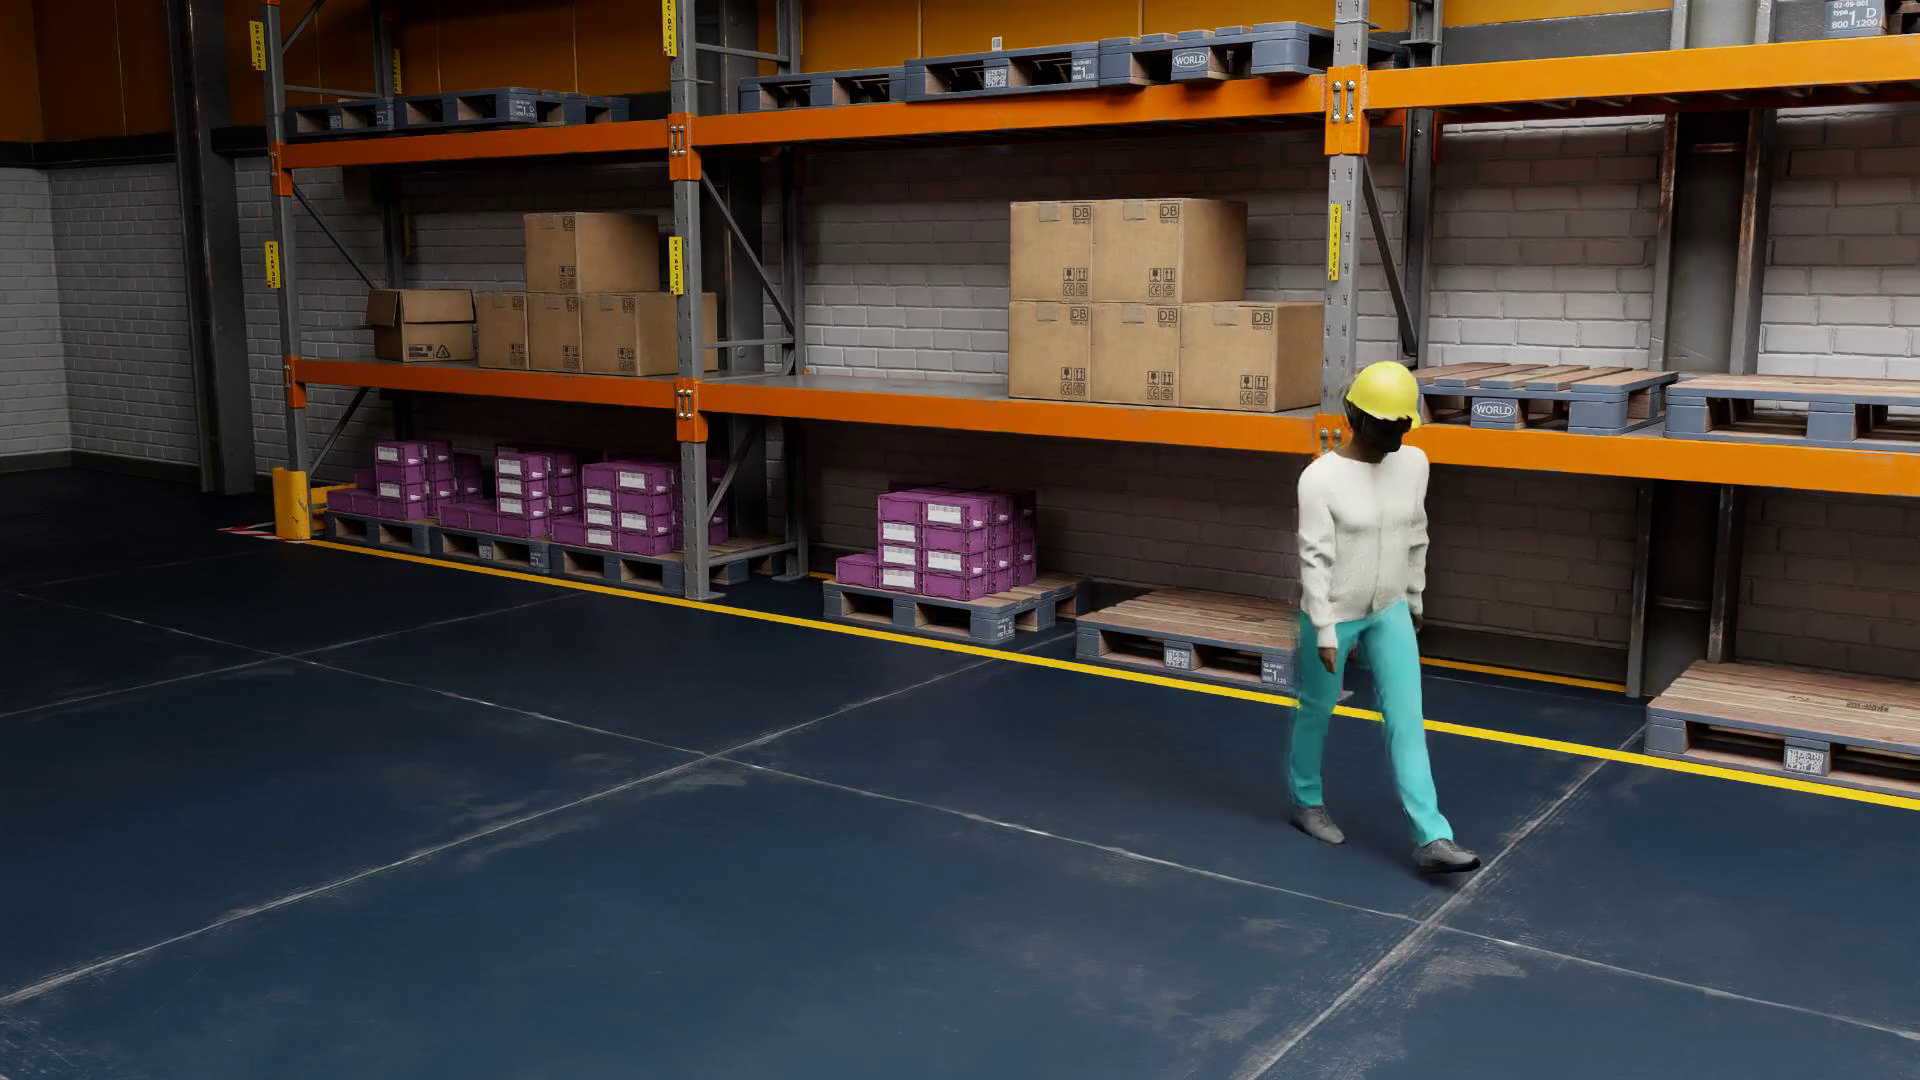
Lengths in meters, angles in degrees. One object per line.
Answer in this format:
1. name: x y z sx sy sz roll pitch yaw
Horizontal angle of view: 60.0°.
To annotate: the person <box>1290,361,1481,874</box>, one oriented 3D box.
1. person: 1.368 0.260 5.485 0.573 1.697 0.933 -3 10 -19
